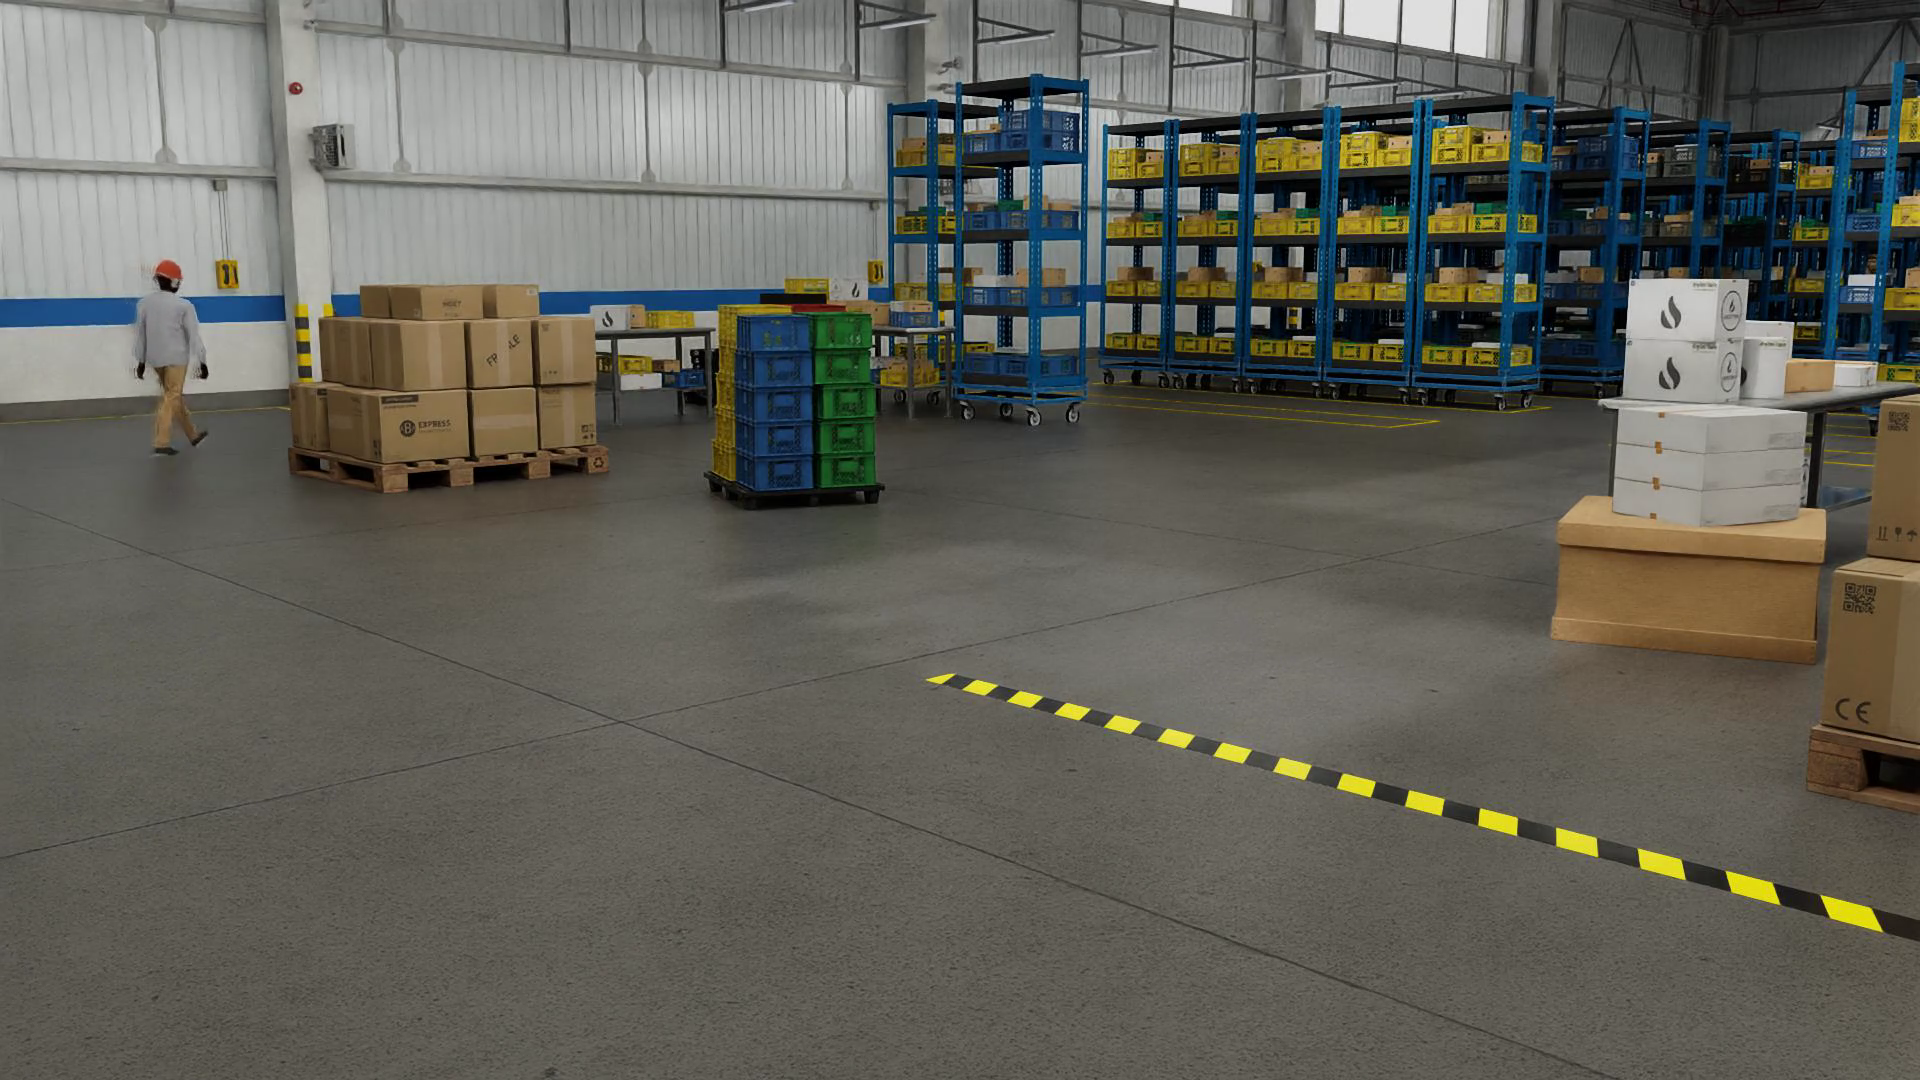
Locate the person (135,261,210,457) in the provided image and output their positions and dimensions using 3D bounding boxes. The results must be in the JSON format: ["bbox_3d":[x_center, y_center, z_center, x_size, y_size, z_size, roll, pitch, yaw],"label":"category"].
[{"bbox_3d":[-6.991,-1.627,14.876,0.593,1.706,0.888,3,10,15],"label":"person"}]

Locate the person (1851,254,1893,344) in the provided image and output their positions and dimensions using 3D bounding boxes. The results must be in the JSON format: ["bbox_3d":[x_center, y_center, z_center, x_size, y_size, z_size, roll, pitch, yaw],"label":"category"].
[{"bbox_3d":[14.523,-3.624,26.509,0.389,1.846,0.567,-6,11,-33],"label":"person"}]
